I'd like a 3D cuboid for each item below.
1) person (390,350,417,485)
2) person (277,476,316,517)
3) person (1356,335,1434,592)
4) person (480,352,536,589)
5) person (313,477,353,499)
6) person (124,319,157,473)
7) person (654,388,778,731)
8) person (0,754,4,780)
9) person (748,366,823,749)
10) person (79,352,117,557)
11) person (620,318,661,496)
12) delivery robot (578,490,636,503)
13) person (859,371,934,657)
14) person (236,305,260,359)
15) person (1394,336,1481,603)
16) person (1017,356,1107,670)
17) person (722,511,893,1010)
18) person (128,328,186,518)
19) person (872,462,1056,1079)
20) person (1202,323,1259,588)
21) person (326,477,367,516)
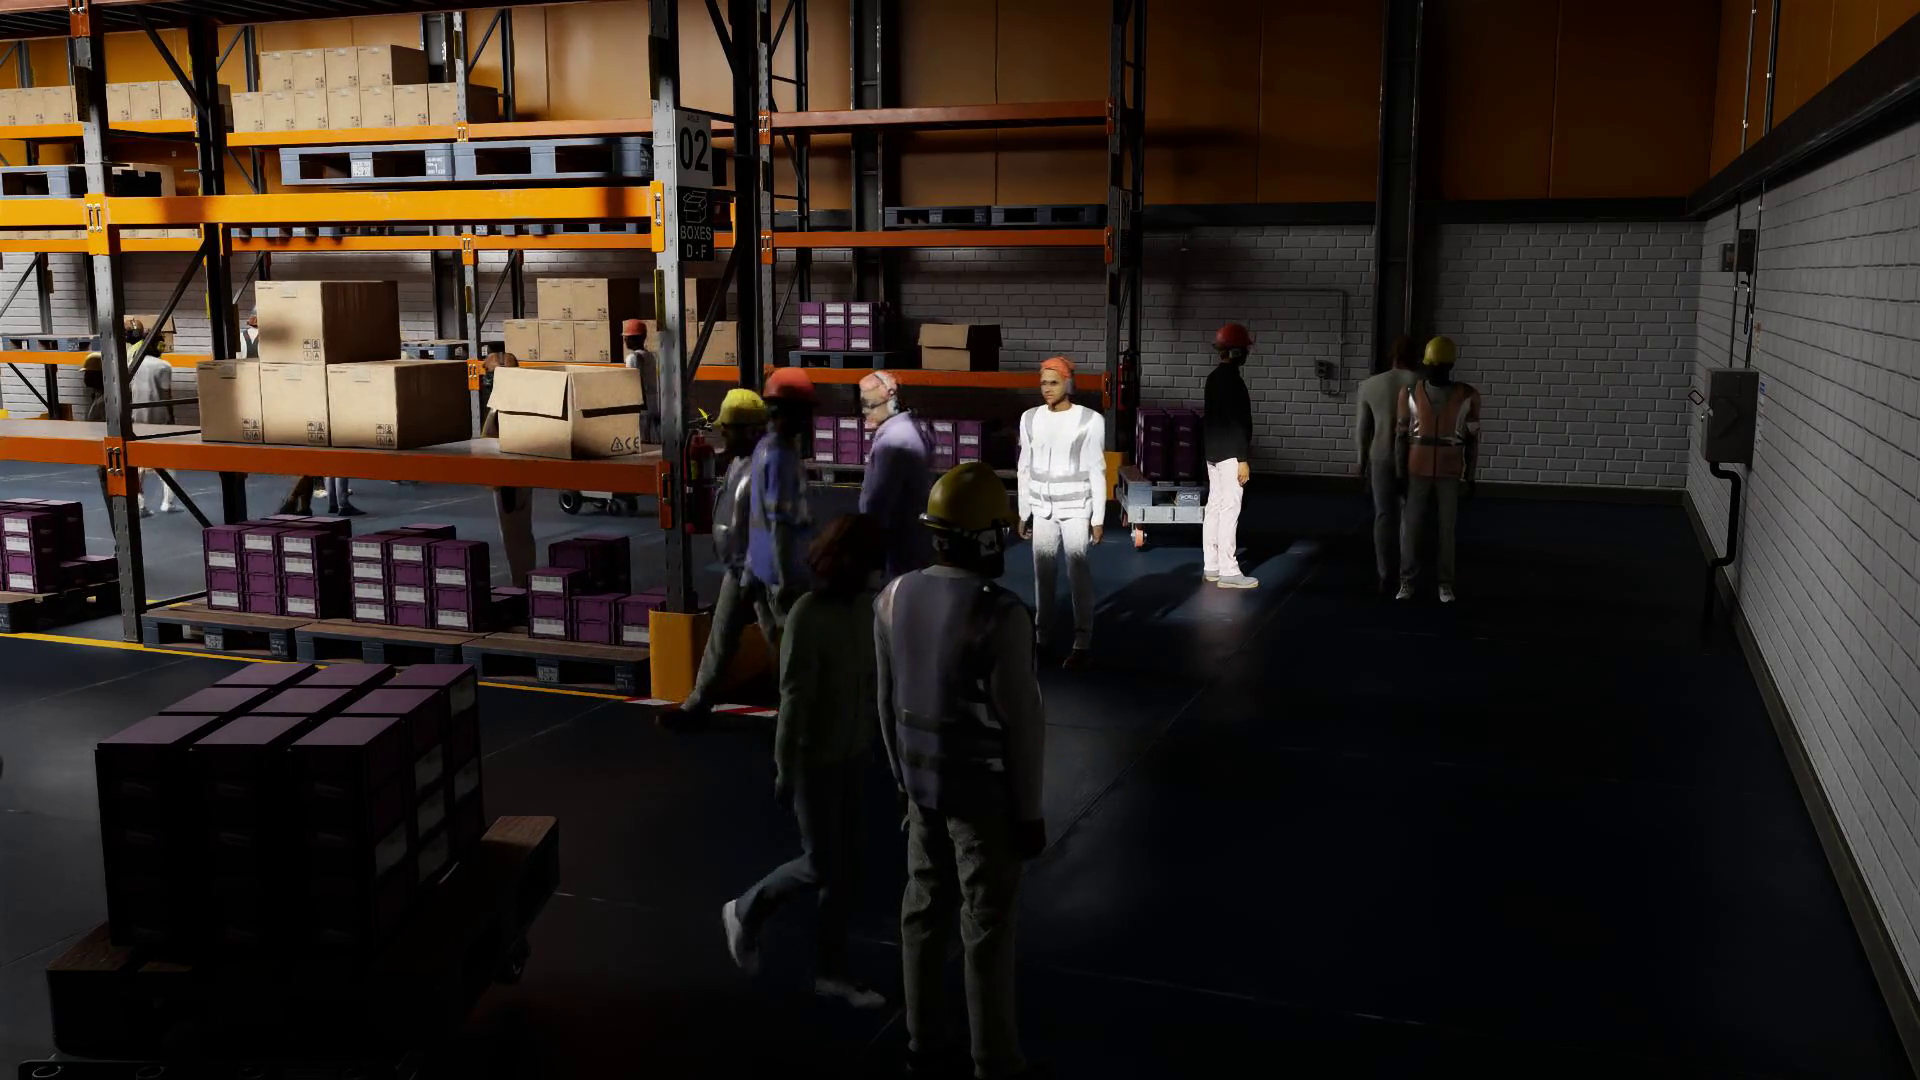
[{"bbox_3d":[-6.366,-1.515,18.676,0.587,1.815,0.412,-6,11,-32],"label":"person"},{"bbox_3d":[-5.991,-1.035,15.417,0.464,1.902,0.586,0,9,1],"label":"person"},{"bbox_3d":[3.330,-0.593,12.622,0.647,1.892,0.953,3,10,20],"label":"person"},{"bbox_3d":[-3.118,-0.383,11.520,0.429,1.835,0.632,-2,9,-10],"label":"person"},{"bbox_3d":[-6.717,-1.366,17.651,0.327,1.842,0.515,4,10,26],"label":"person"},{"bbox_3d":[-9.772,-1.705,19.825,0.429,1.837,0.624,-5,10,-29],"label":"person"},{"bbox_3d":[-1.107,0.121,8.503,0.849,1.783,0.603,-4,10,-23],"label":"person"},{"bbox_3d":[-3.166,0.620,4.882,0.638,1.938,0.356,-9,12,-43],"label":"person"},{"bbox_3d":[-0.766,0.122,8.092,0.513,1.922,0.550,-2,9,-12],"label":"person"},{"bbox_3d":[-6.836,-0.626,13.319,0.298,1.743,0.493,-4,10,-25],"label":"person"},{"bbox_3d":[-3.289,-1.384,17.592,0.870,1.909,0.541,2,9,11],"label":"person"},{"bbox_3d":[-3.535,-0.574,16.419,0.707,0.478,0.477,6,11,32],"label":"delivery robot"},{"bbox_3d":[-0.391,0.020,8.936,0.884,1.850,0.668,0,9,2],"label":"person"},{"bbox_3d":[-8.485,-1.905,20.422,0.689,2.000,0.539,3,9,16],"label":"person"},{"bbox_3d":[3.426,-0.501,11.982,0.585,1.921,0.383,3,9,16],"label":"person"},{"bbox_3d":[0.607,-0.161,9.995,0.598,1.878,0.353,6,11,32],"label":"person"},{"bbox_3d":[-0.482,0.702,5.358,0.499,1.610,0.557,5,10,28],"label":"person"},{"bbox_3d":[-7.896,-1.142,16.266,0.600,1.837,0.676,1,9,6],"label":"person"},{"bbox_3d":[0.029,0.691,4.765,0.588,1.835,0.403,9,13,44],"label":"person"},{"bbox_3d":[2.039,-0.638,12.602,0.376,1.997,0.612,-2,9,-14],"label":"person"},{"bbox_3d":[-6.076,-1.122,16.372,0.330,1.765,0.533,-8,12,-41],"label":"person"}]
